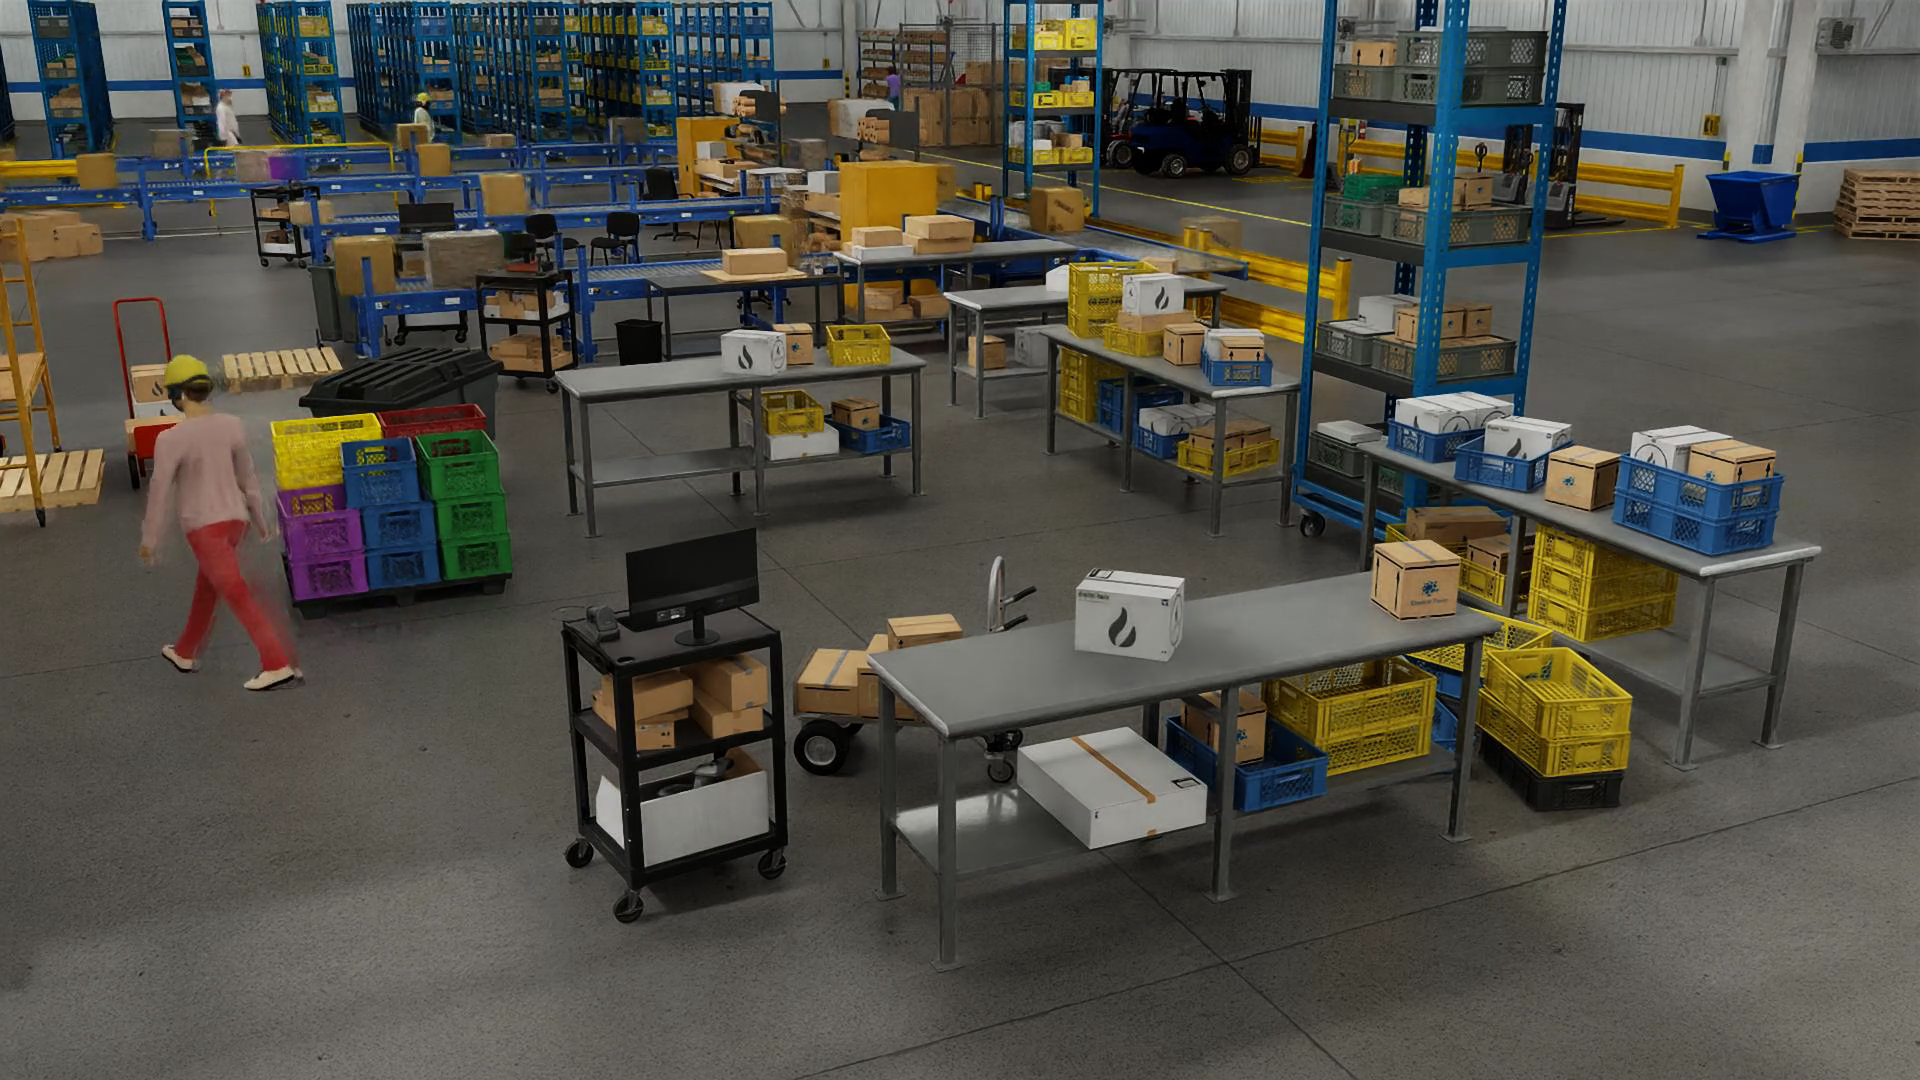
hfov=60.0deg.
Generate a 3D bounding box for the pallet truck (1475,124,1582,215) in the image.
[{"bbox_3d":[9.707,-6.455,28.103,1.885,1.965,0.823,-7,19,-20],"label":"pallet truck"}]

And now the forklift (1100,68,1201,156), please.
[{"bbox_3d":[4.082,-9.564,37.410,2.680,1.987,1.157,-8,19,-23],"label":"forklift"}]

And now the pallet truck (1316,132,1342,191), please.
[{"bbox_3d":[7.723,-7.504,32.656,1.601,1.201,0.680,-8,19,-23],"label":"pallet truck"}]

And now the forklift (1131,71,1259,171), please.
[{"bbox_3d":[4.998,-8.936,35.413,2.680,1.987,1.157,-9,20,-25],"label":"forklift"}]

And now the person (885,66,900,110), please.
[{"bbox_3d":[-1.996,-13.390,50.271,0.688,1.813,0.517,-13,22,-36],"label":"person"}]

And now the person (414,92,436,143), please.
[{"bbox_3d":[-10.743,-8.062,33.461,0.414,1.822,0.608,-8,19,-24],"label":"person"}]

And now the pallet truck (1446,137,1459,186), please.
[{"bbox_3d":[9.184,-6.485,29.328,1.630,1.274,0.653,-8,19,-23],"label":"pallet truck"}]

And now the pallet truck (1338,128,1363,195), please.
[{"bbox_3d":[7.845,-7.140,31.411,1.522,1.261,0.704,-9,20,-25],"label":"pallet truck"}]

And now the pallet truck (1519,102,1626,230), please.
[{"bbox_3d":[9.972,-6.037,26.785,1.885,1.965,0.823,-9,20,-25],"label":"pallet truck"}]

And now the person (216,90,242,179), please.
[{"bbox_3d":[-14.796,-8.210,33.855,0.980,1.851,0.674,-5,18,-14],"label":"person"}]

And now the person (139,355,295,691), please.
[{"bbox_3d":[-3.845,-0.077,8.480,0.926,1.699,0.624,6,19,19],"label":"person"}]
